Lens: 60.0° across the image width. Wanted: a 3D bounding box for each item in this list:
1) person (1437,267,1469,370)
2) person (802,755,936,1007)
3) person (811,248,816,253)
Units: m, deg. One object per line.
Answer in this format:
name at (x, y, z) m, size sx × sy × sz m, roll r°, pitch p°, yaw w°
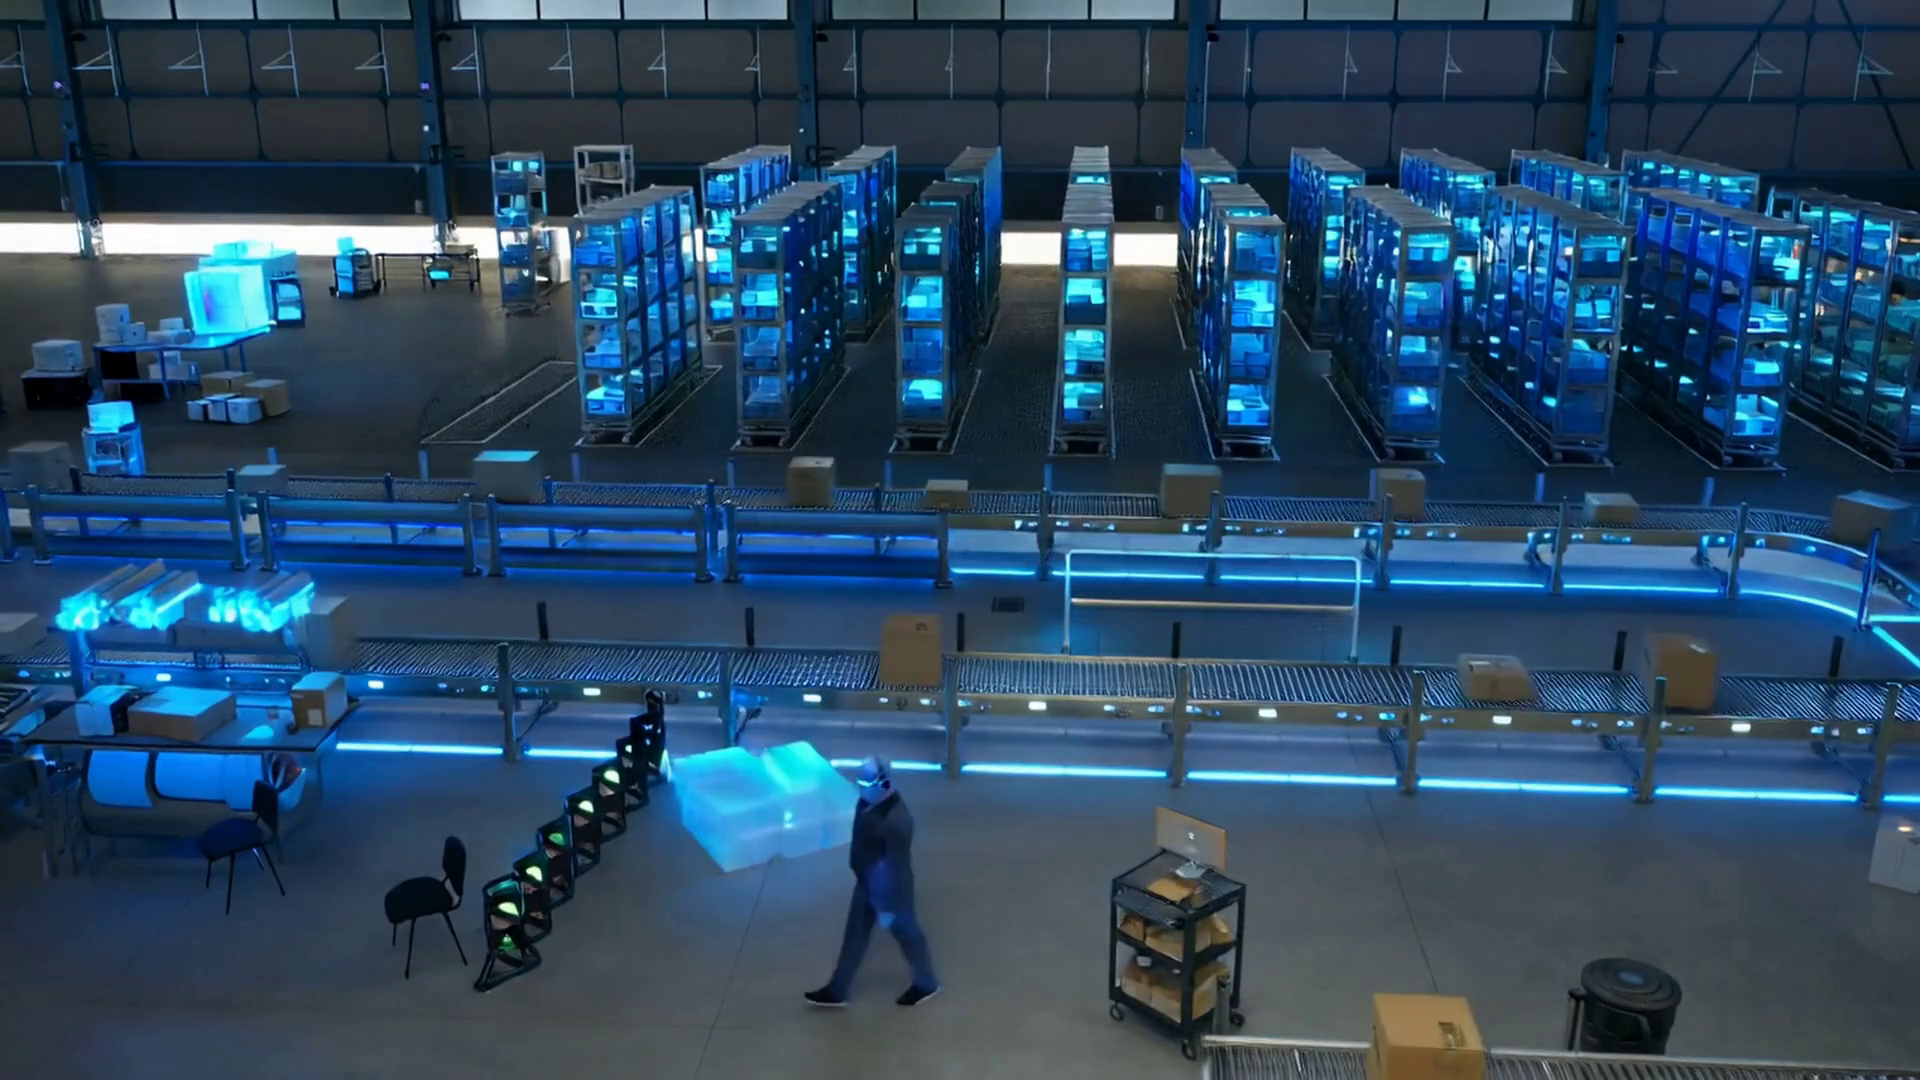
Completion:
person at (9.381, -4.228, 31.728) m, size 0.502 × 1.980 × 0.637 m, roll 9°, pitch 19°, yaw 25°
person at (-0.585, 2.321, 11.140) m, size 0.967 × 1.870 × 0.666 m, roll -9°, pitch 19°, yaw -26°
person at (-3.498, -6.720, 39.861) m, size 0.374 × 1.843 × 0.574 m, roll -2°, pitch 18°, yaw -6°
